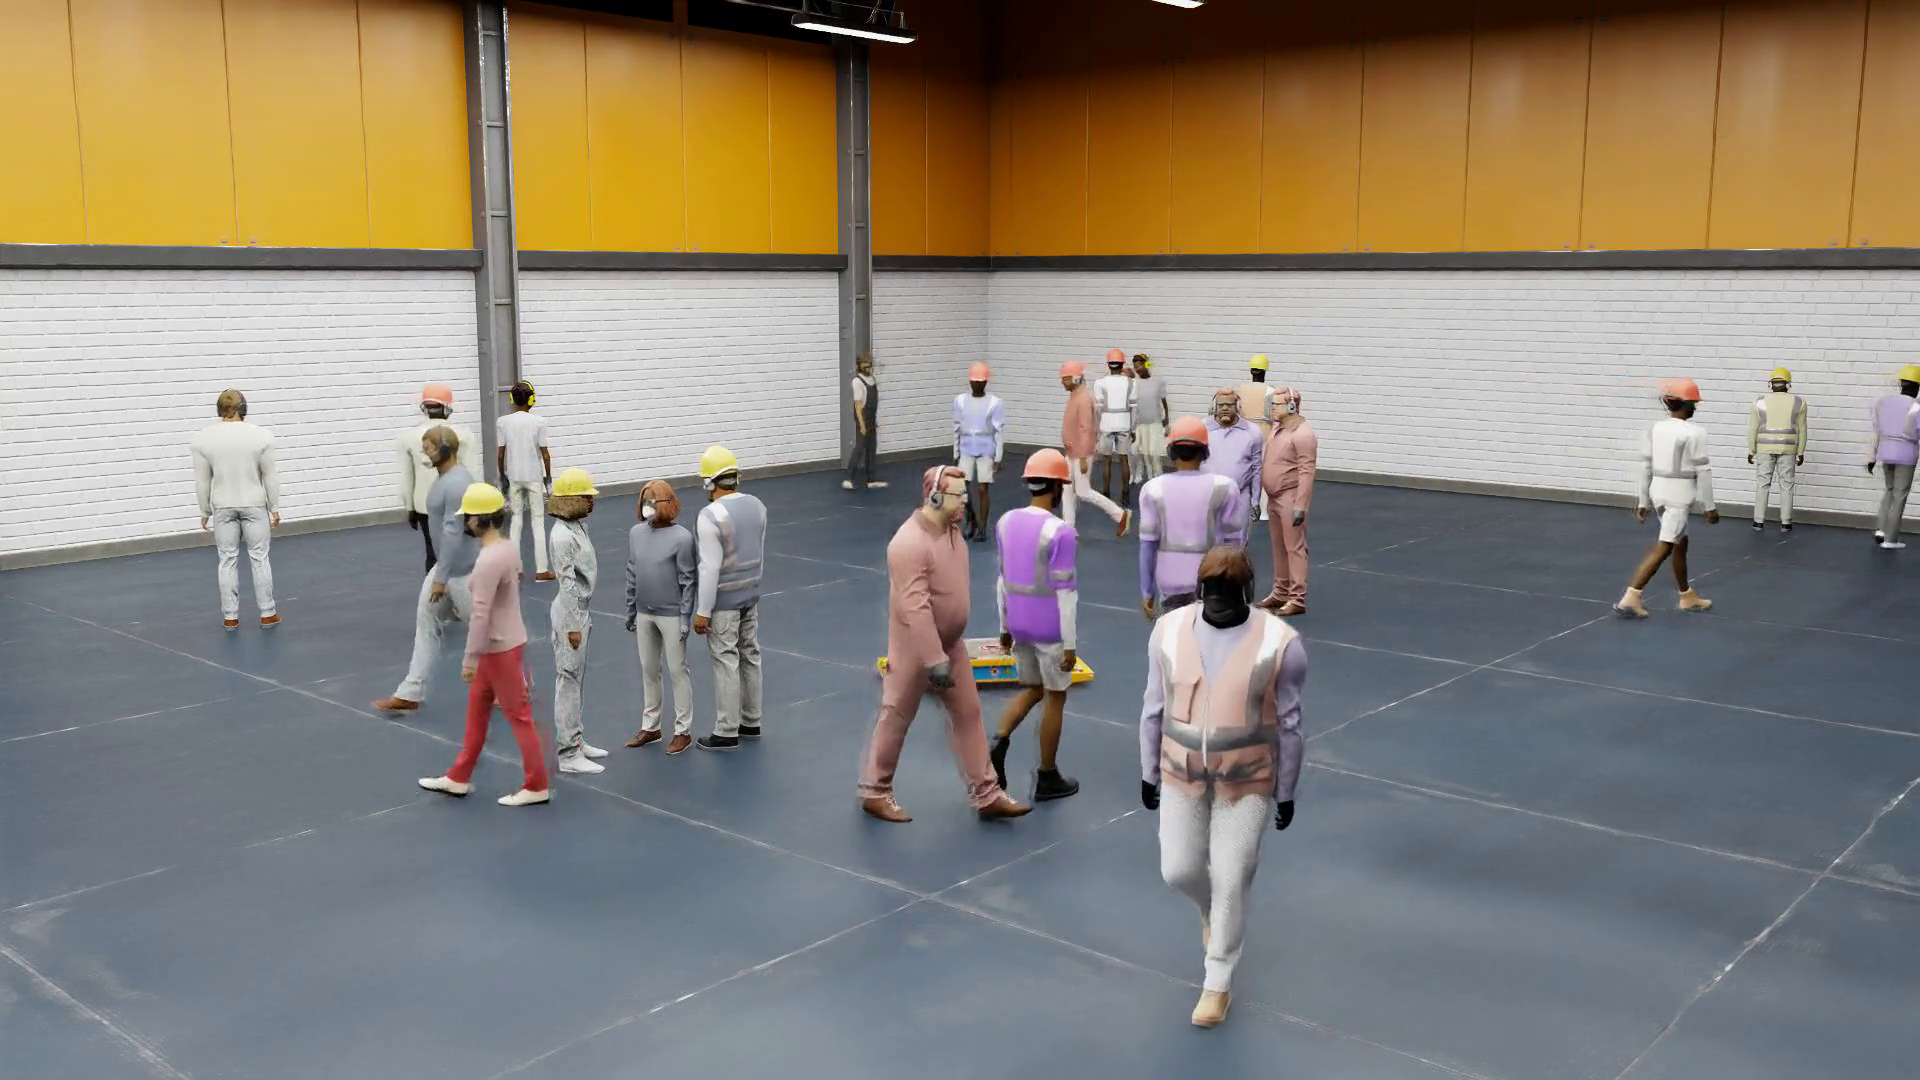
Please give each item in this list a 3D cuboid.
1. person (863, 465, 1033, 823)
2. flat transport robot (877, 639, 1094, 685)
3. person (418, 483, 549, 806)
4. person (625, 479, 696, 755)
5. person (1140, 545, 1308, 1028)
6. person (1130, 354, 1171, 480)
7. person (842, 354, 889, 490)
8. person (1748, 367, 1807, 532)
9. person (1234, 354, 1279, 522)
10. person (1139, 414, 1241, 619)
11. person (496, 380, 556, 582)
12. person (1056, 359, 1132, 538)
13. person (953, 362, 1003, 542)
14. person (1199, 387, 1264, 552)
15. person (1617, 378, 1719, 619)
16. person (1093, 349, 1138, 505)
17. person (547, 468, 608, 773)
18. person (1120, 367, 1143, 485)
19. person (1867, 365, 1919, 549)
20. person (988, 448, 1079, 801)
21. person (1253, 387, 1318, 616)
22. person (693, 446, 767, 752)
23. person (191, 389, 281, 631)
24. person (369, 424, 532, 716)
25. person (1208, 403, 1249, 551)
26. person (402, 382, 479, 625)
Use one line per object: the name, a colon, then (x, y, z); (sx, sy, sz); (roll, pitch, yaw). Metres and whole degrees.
person: (-0.085, 0.559, 8.503); (0.982, 1.868, 0.641); (5, 10, 30)
flat transport robot: (0.168, 0.851, 11.651); (1.431, 0.197, 0.652); (-1, 9, -9)
person: (-2.574, 0.570, 8.803); (0.800, 1.733, 0.548); (-1, 9, -6)
person: (-1.786, 0.450, 9.895); (0.500, 1.636, 0.284); (5, 10, 29)
person: (1.021, 0.905, 6.451); (0.638, 1.823, 0.645); (4, 10, 24)
person: (2.426, -1.491, 21.467); (0.543, 1.826, 0.514); (4, 10, 26)
person: (-1.289, -1.551, 21.949); (0.496, 1.808, 0.660); (3, 10, 20)
person: (9.039, -0.998, 18.413); (0.588, 1.822, 0.403); (4, 10, 24)
person: (3.416, -1.171, 19.169); (0.588, 1.927, 0.370); (4, 10, 23)
person: (1.368, 0.252, 9.998); (0.612, 2.013, 0.935); (3, 9, 17)
person: (-4.002, -0.535, 15.355); (0.524, 1.871, 0.325); (1, 9, 4)
person: (1.347, -0.913, 17.463); (0.843, 1.959, 0.650); (-2, 9, -11)
person: (0.183, -0.925, 17.651); (0.558, 1.918, 0.408); (2, 9, 13)
person: (2.217, -0.331, 13.961); (0.644, 1.907, 0.399); (1, 9, 7)
person: (5.877, -0.342, 13.774); (1.052, 1.998, 0.611); (-3, 9, -16)
person: (1.903, -1.382, 20.469); (0.553, 1.931, 0.360); (-1, 9, -6)
person: (-2.196, 0.453, 9.543); (0.294, 1.744, 0.486); (-1, 9, -7)
person: (2.305, -1.525, 22.372); (0.525, 1.609, 0.444); (6, 11, 35)
person: (9.743, -0.847, 17.172); (0.477, 1.909, 0.629); (-5, 10, -27)
person: (0.394, 0.469, 8.894); (0.551, 1.913, 0.564); (-8, 12, -40)
person: (2.715, -0.323, 13.902); (0.399, 1.909, 0.642); (-2, 9, -13)
person: (-1.396, 0.350, 9.939); (0.404, 1.825, 0.587); (5, 10, 28)
person: (-5.758, -0.238, 13.290); (0.627, 1.934, 0.370); (-3, 9, -16)
person: (-3.266, 0.201, 10.698); (1.013, 1.893, 0.645); (-5, 11, -31)
person: (2.660, -0.610, 16.713); (0.494, 1.582, 0.880); (7, 11, 37)
person: (-4.168, -0.278, 13.388); (0.641, 1.980, 0.465); (1, 9, 5)
